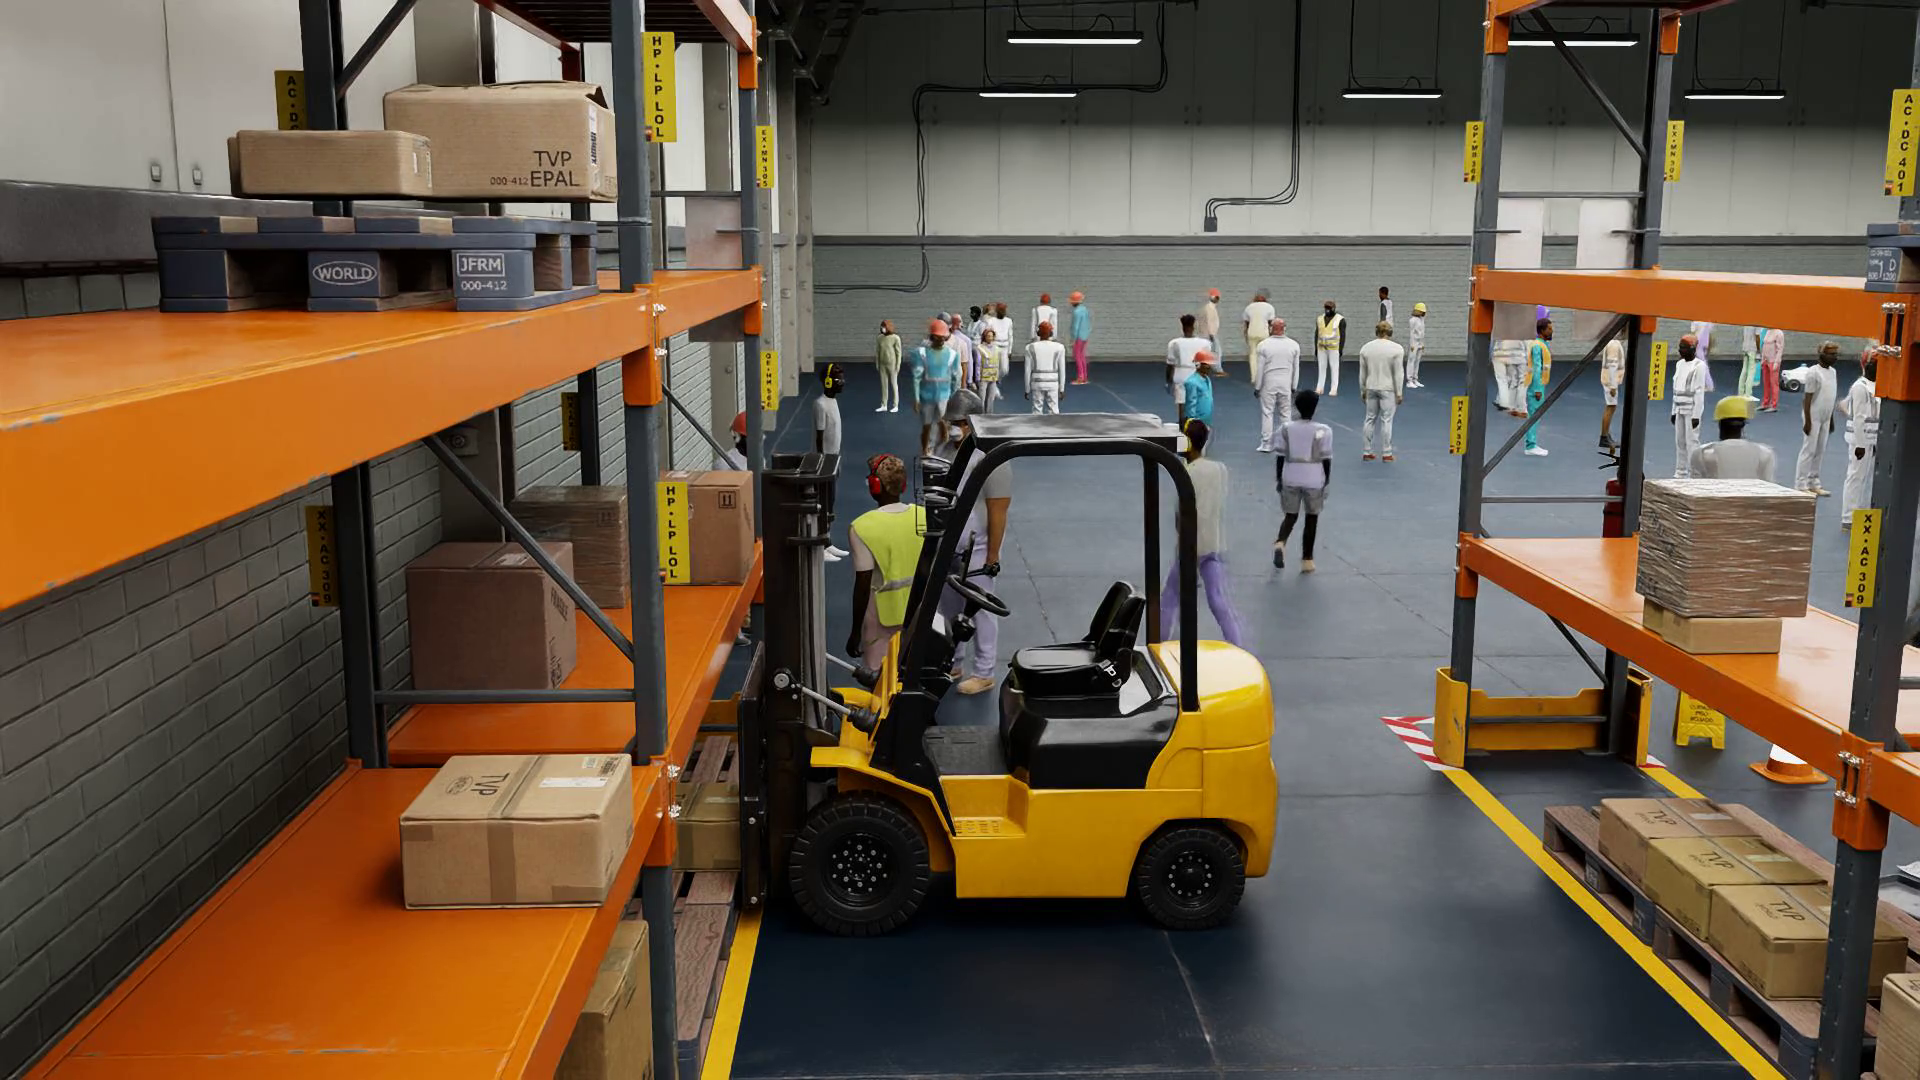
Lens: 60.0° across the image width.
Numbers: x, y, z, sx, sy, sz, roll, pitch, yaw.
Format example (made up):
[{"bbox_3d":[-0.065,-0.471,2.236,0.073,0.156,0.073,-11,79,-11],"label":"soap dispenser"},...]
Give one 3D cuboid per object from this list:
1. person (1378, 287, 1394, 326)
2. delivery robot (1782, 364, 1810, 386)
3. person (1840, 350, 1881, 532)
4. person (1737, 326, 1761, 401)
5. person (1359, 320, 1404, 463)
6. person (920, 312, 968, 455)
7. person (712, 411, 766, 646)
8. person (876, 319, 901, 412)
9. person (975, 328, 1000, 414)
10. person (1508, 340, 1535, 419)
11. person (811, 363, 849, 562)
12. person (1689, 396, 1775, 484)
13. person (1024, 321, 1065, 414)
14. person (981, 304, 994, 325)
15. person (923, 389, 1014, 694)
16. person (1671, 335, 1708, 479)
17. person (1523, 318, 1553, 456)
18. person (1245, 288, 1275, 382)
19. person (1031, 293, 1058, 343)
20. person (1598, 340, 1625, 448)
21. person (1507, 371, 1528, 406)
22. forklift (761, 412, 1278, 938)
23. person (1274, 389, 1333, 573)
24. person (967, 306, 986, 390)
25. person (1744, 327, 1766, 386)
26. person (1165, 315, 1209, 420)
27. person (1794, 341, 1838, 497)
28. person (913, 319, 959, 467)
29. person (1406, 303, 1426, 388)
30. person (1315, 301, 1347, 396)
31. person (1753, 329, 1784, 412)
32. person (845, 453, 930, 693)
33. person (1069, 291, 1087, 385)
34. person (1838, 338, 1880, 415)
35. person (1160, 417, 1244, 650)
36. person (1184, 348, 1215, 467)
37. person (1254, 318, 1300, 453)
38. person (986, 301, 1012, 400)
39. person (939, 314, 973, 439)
[{"bbox_3d":[10.164,-5.097,39.806,0.392,1.917,0.588,5,11,26],"label":"person"},{"bbox_3d":[16.792,-3.264,33.124,0.707,0.478,0.477,1,10,8],"label":"delivery robot"},{"bbox_3d":[9.323,-1.012,17.140,0.355,1.883,0.574,8,13,37],"label":"person"},{"bbox_3d":[14.890,-3.537,31.271,0.327,1.863,0.511,-1,10,-7],"label":"person"},{"bbox_3d":[5.716,-2.016,22.609,0.631,1.932,0.362,9,14,41],"label":"person"},{"bbox_3d":[-0.229,-2.123,22.887,0.679,2.000,0.537,0,10,0],"label":"person"},{"bbox_3d":[-1.593,-0.097,12.427,0.338,1.742,0.563,5,12,28],"label":"person"},{"bbox_3d":[-1.261,-3.060,29.239,0.503,1.632,0.271,6,12,32],"label":"person"},{"bbox_3d":[0.427,-2.509,26.162,0.310,1.636,0.523,9,14,42],"label":"person"},{"bbox_3d":[9.522,-3.010,28.105,0.406,1.945,0.622,-2,10,-11],"label":"person"},{"bbox_3d":[-1.231,-0.727,15.627,0.328,1.861,0.510,2,10,10],"label":"person"},{"bbox_3d":[5.472,-0.067,11.910,0.612,1.881,0.770,1,10,6],"label":"person"},{"bbox_3d":[1.188,-2.127,23.348,0.575,1.883,0.362,0,10,3],"label":"person"},{"bbox_3d":[0.584,-4.343,36.414,0.320,1.628,0.522,2,10,12],"label":"person"},{"bbox_3d":[0.009,-0.001,11.063,0.535,2.000,0.683,-9,13,-40],"label":"person"},{"bbox_3d":[8.821,-1.549,20.168,0.355,1.876,0.574,-1,10,-6],"label":"person"},{"bbox_3d":[8.124,-2.155,23.399,0.383,1.918,0.592,4,11,21],"label":"person"},{"bbox_3d":[6.464,-4.387,35.502,0.696,2.000,0.714,7,13,36],"label":"person"},{"bbox_3d":[1.856,-4.519,36.731,0.585,1.870,0.646,2,10,11],"label":"person"},{"bbox_3d":[9.529,-2.299,24.197,0.391,1.924,0.553,4,11,22],"label":"person"},{"bbox_3d":[10.154,-3.386,30.293,0.588,1.912,0.390,6,12,32],"label":"person"},{"bbox_3d":[0.291,0.548,7.580,2.313,2.155,1.214,0,10,-2],"label":"forklift"},{"bbox_3d":[3.062,-0.512,14.918,0.536,1.686,0.493,6,12,32],"label":"person"},{"bbox_3d":[0.313,-3.863,33.541,0.319,1.696,0.532,-7,13,-36],"label":"person"},{"bbox_3d":[16.554,-4.117,34.578,0.355,1.836,0.514,5,12,28],"label":"person"},{"bbox_3d":[3.326,-2.337,24.407,0.622,1.910,1.037,1,10,4],"label":"person"},{"bbox_3d":[10.047,-1.405,19.468,0.509,1.839,0.341,-6,12,-32],"label":"person"},{"bbox_3d":[-0.326,-1.869,21.602,0.619,2.008,1.005,-2,10,-9],"label":"person"},{"bbox_3d":[9.424,-4.011,34.258,0.309,1.735,0.484,9,14,41],"label":"person"},{"bbox_3d":[7.194,-3.736,32.431,0.624,1.844,0.430,8,13,38],"label":"person"},{"bbox_3d":[14.259,-3.130,29.258,0.306,1.770,0.525,-1,10,-4],"label":"person"},{"bbox_3d":[-0.373,0.449,9.100,0.389,1.846,0.564,10,14,43],"label":"person"},{"bbox_3d":[2.503,-4.239,34.960,0.362,1.961,0.784,3,11,16],"label":"person"},{"bbox_3d":[15.574,-2.991,28.392,0.524,1.812,0.916,-8,13,-38],"label":"person"},{"bbox_3d":[1.597,0.072,11.306,0.512,1.820,0.996,-10,14,-43],"label":"person"},{"bbox_3d":[2.826,-1.375,19.522,0.340,1.747,0.569,5,12,28],"label":"person"},{"bbox_3d":[4.484,-2.192,23.644,0.652,1.906,0.408,-2,10,-9],"label":"person"},{"bbox_3d":[0.709,-3.606,31.637,0.608,1.866,0.538,-5,11,-26],"label":"person"},{"bbox_3d":[-0.077,-2.445,25.090,0.648,1.899,0.400,6,12,32],"label":"person"}]
